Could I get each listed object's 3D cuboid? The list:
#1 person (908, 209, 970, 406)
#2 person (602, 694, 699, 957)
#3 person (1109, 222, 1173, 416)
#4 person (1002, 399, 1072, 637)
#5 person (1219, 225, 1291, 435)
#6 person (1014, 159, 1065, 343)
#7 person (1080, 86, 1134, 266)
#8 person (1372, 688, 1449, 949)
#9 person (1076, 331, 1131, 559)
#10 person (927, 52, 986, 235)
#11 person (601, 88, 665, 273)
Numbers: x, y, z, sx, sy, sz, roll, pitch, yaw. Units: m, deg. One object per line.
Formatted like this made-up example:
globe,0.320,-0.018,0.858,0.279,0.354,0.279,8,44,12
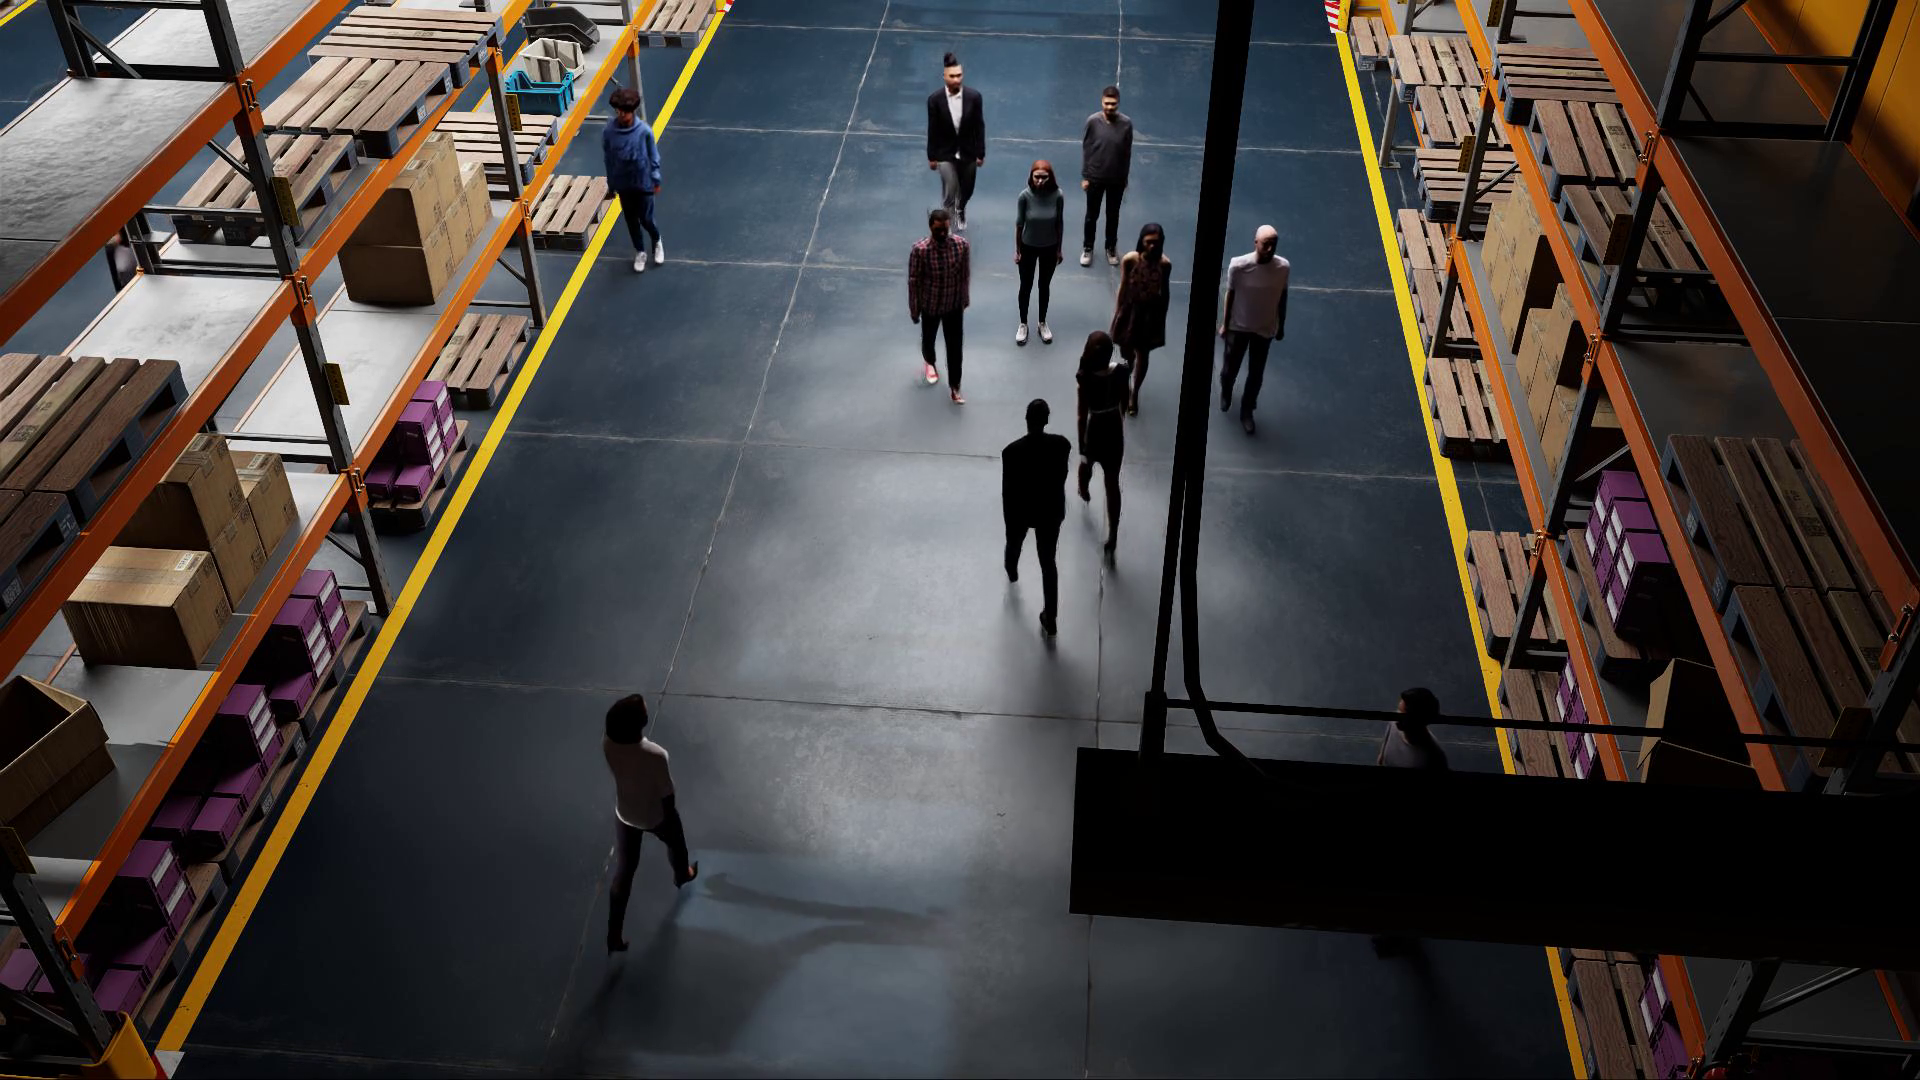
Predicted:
person,-0.174,-2.044,13.997,0.907,1.731,1.170,-8,39,-10
person,-1.840,1.613,9.395,0.778,1.761,1.158,12,40,14
person,1.491,-1.872,13.757,0.618,1.763,0.797,4,39,5
person,0.570,-0.128,11.585,0.811,1.748,1.233,-6,39,-7
person,2.368,-1.776,13.587,0.728,1.825,0.806,-1,39,-1
person,0.693,-2.538,14.608,0.621,1.742,0.569,-3,39,-4
person,1.382,-3.448,15.731,0.637,1.761,0.545,0,39,-1
person,2.519,1.544,9.404,0.813,1.857,0.666,-13,40,-15
person,1.084,-0.679,12.278,0.851,1.743,1.232,-8,39,-10
person,-0.036,-3.785,16.013,0.829,1.936,1.063,-5,39,-6
person,-3.059,-3.427,15.676,0.667,1.797,0.606,3,39,4
